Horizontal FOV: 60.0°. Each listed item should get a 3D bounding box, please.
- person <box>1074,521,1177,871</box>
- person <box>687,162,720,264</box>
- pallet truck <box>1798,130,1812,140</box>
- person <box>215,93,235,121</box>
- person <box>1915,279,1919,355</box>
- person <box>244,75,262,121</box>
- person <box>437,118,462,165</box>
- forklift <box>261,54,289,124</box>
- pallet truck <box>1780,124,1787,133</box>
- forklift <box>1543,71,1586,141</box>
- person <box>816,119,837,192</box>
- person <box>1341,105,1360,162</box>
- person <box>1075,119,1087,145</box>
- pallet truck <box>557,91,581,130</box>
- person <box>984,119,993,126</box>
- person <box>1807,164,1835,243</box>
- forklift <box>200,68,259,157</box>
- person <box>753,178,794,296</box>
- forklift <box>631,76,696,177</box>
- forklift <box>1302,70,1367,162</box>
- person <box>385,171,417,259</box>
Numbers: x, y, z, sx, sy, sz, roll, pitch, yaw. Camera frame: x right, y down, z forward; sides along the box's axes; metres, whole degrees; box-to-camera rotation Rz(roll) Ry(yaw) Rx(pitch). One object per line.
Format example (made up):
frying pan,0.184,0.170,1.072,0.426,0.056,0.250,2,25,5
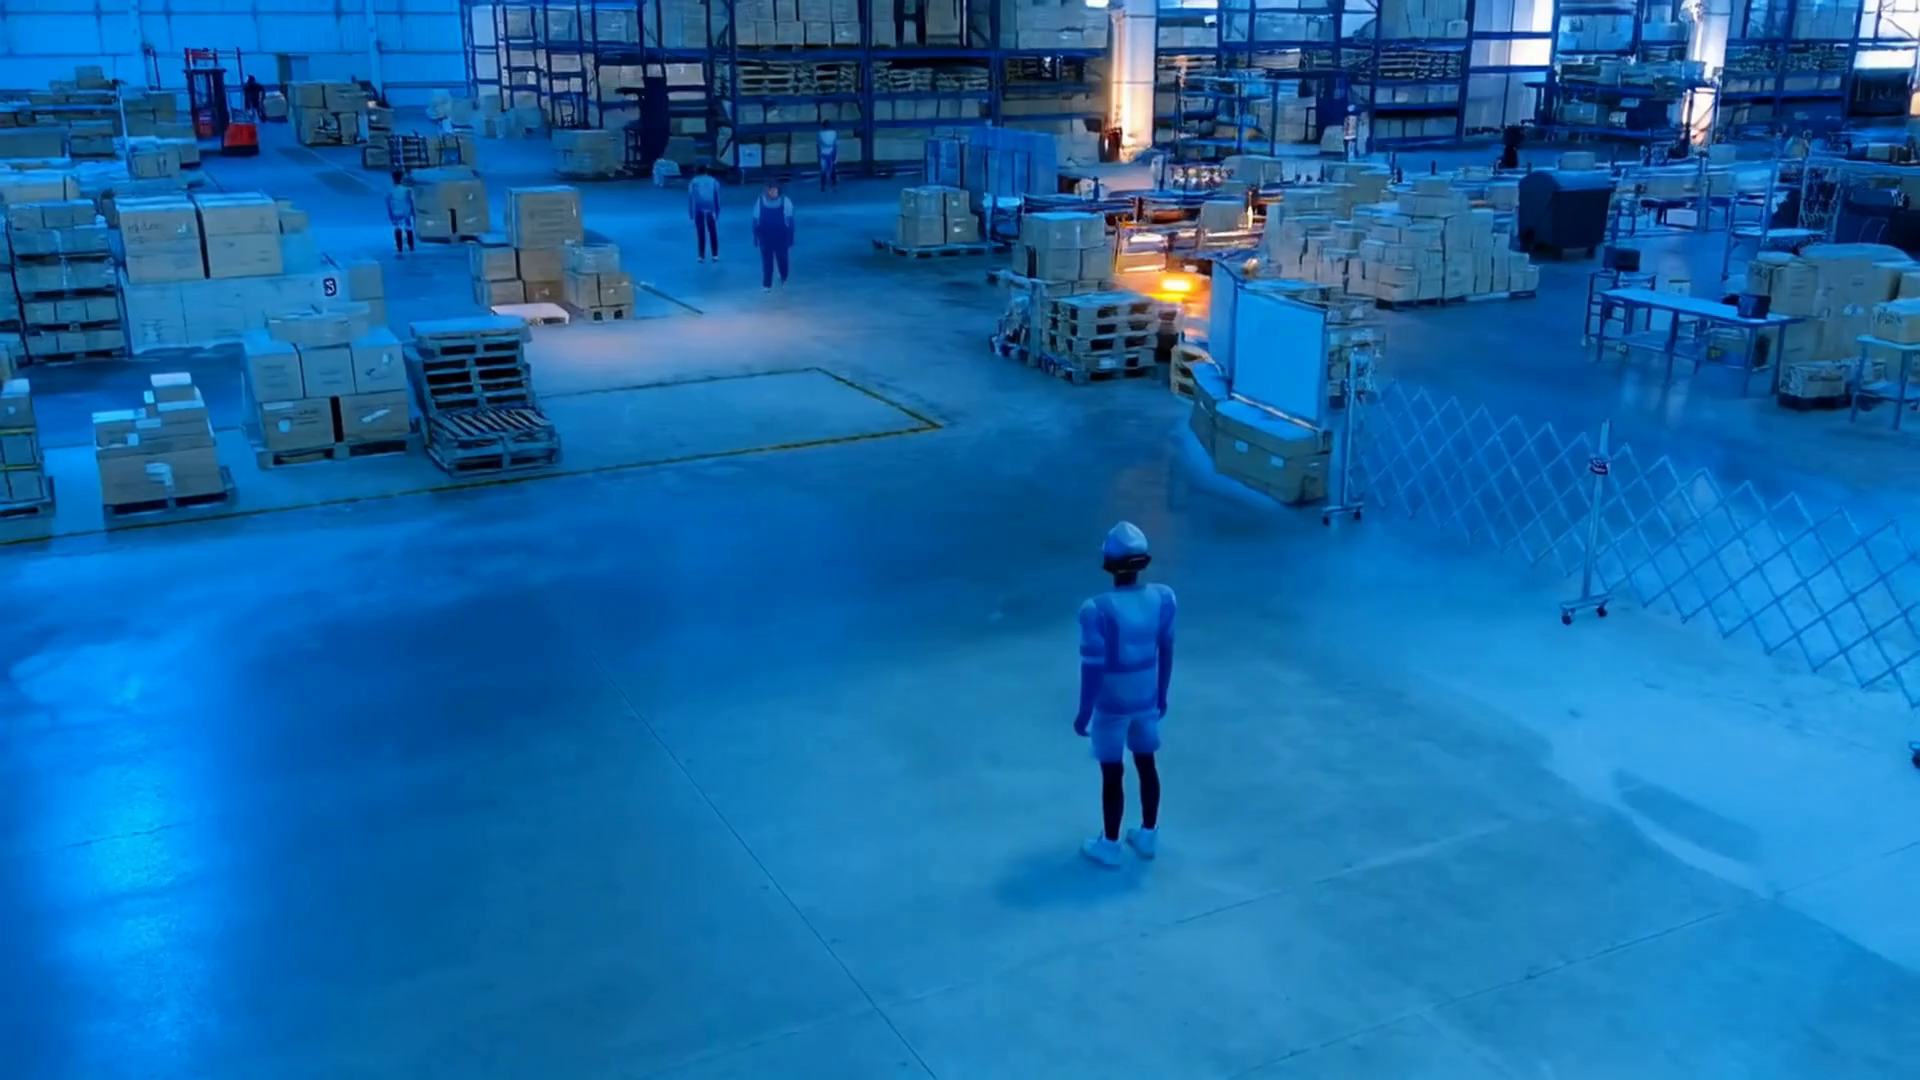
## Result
person,0.918,0.885,9.425,0.606,2.045,0.389,-8,20,-24
person,-4.910,-6.265,31.890,0.628,1.936,0.377,-8,20,-24
pallet truck,25.526,-11.556,49.408,1.630,1.274,0.653,-9,20,-26
person,-25.076,-14.294,56.823,0.611,1.996,0.387,-8,20,-24
person,13.711,-3.502,23.557,0.524,1.764,0.329,-8,20,-24
person,-30.641,-19.175,72.130,0.628,1.940,0.377,-8,20,-24
person,-13.420,-10.096,43.789,0.605,1.962,0.373,-8,20,-24
forklift,-28.612,-19.104,70.392,1.873,2.768,1.129,-9,20,-26
pallet truck,25.206,-12.542,52.601,1.601,1.201,0.680,0,18,-2
forklift,18.685,-13.231,52.085,1.873,2.768,1.129,-9,20,-26
person,-3.548,-10.243,44.327,0.588,1.915,0.398,-8,20,-24
person,11.686,-12.027,49.841,0.604,1.942,0.402,-8,20,-24
person,4.006,-13.723,55.523,0.533,1.698,0.322,-8,20,-24
pallet truck,-13.495,-14.412,57.188,0.823,1.965,1.885,-3,18,-9
person,0.759,-10.072,43.764,0.544,1.933,0.376,-8,20,-24
person,16.579,-6.292,32.094,0.521,1.864,0.334,-8,20,-24
forklift,-24.369,-14.147,54.940,1.873,2.768,1.129,-9,20,-26
person,-3.216,-5.298,28.704,0.713,2.000,0.929,-1,18,-3
forklift,-8.798,-12.063,48.441,1.873,2.768,1.129,-9,20,-26
forklift,12.075,-13.600,53.233,1.129,2.768,1.873,-9,20,-26
person,-10.968,-6.379,32.627,0.533,1.697,0.322,-8,20,-24
